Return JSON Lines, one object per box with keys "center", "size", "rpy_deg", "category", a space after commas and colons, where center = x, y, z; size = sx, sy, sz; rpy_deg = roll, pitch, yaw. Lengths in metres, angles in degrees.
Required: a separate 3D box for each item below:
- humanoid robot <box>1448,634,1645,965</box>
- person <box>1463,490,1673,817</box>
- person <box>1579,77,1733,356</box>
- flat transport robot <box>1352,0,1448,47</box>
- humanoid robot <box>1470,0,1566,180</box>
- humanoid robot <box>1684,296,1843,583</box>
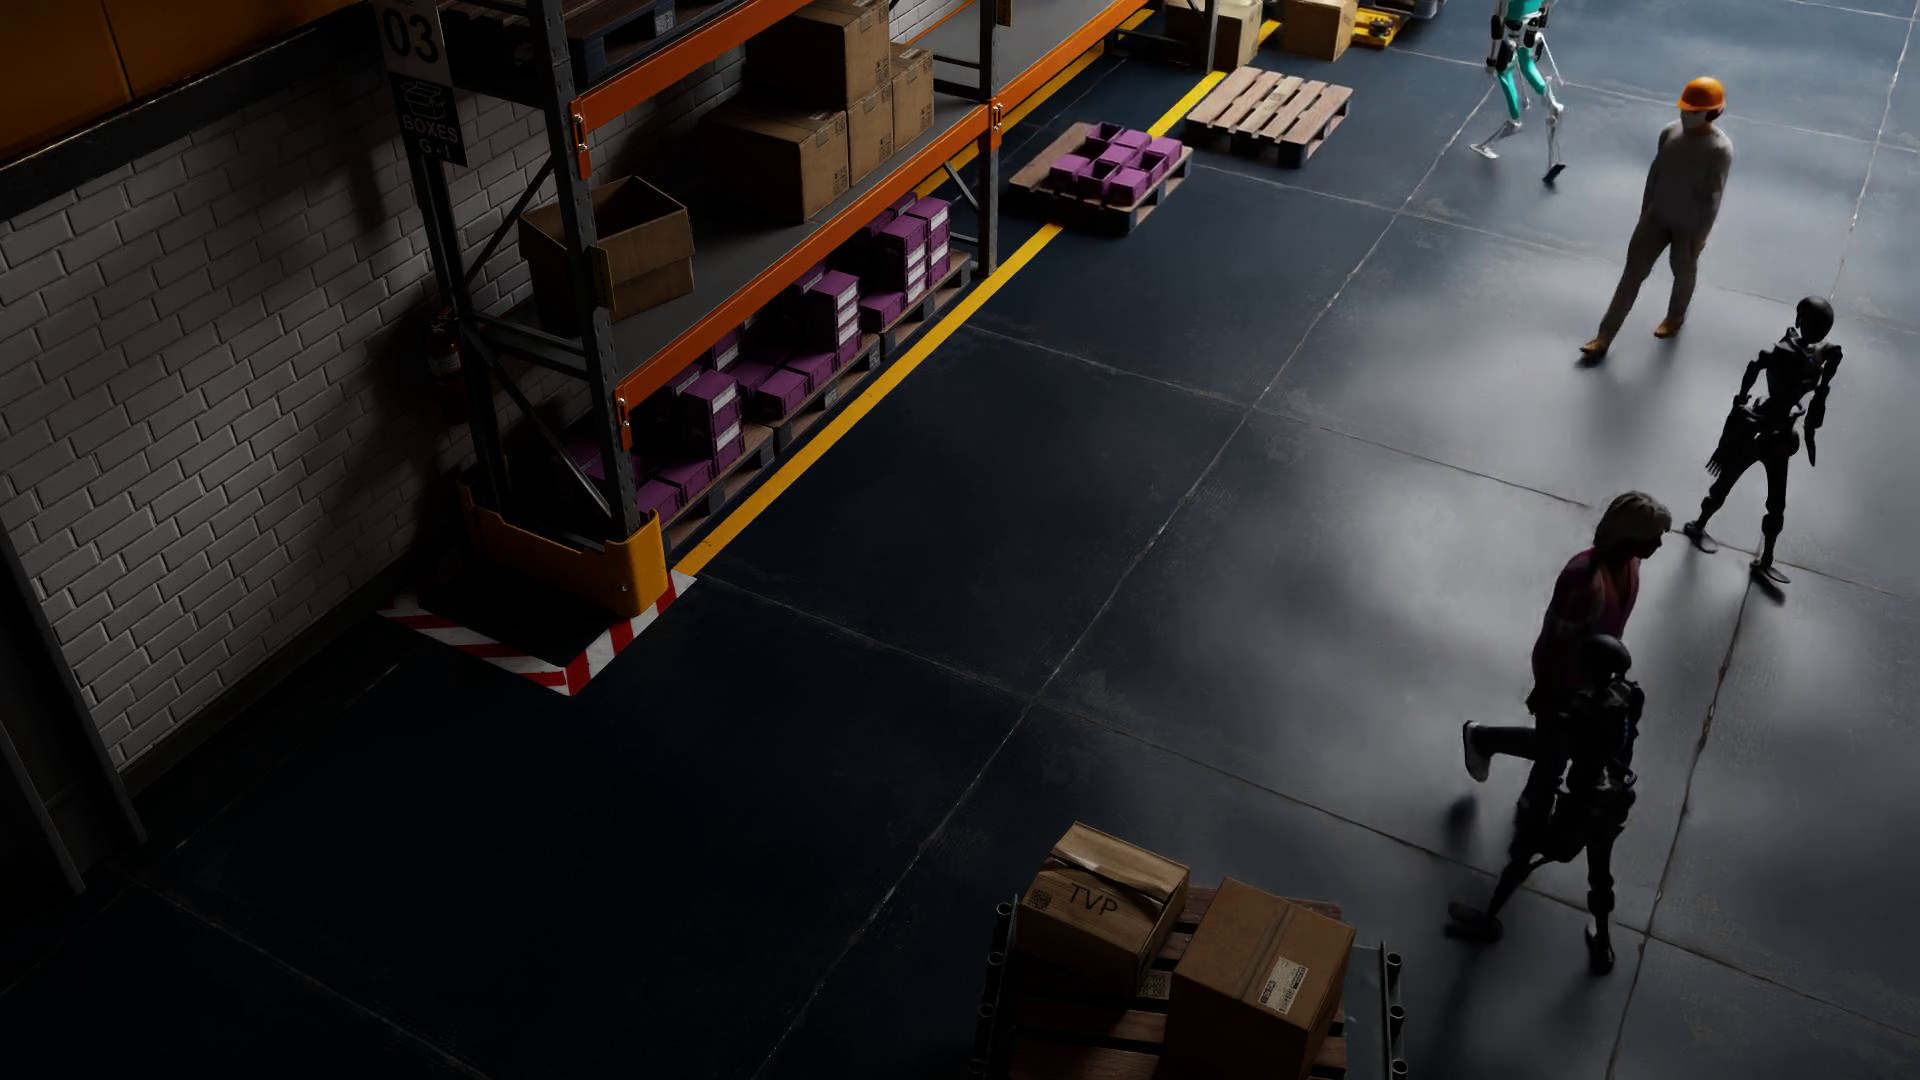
{"center": [2.524, 1.080, 6.757], "size": [0.609, 1.621, 0.587], "rpy_deg": [-22, 44, -25], "category": "humanoid robot"}
{"center": [2.651, 0.523, 7.312], "size": [0.555, 1.832, 0.538], "rpy_deg": [-25, 45, -28], "category": "person"}
{"center": [4.500, -2.014, 10.481], "size": [0.975, 1.849, 0.580], "rpy_deg": [-27, 46, -30], "category": "person"}
{"center": [3.866, -4.947, 15.404], "size": [0.659, 0.231, 1.431], "rpy_deg": [20, 43, 23], "category": "flat transport robot"}
{"center": [4.382, -3.567, 12.511], "size": [0.532, 1.768, 0.957], "rpy_deg": [-20, 43, -23], "category": "humanoid robot"}
{"center": [4.283, -0.525, 8.758], "size": [0.605, 1.637, 0.657], "rpy_deg": [-8, 39, -10], "category": "humanoid robot"}
